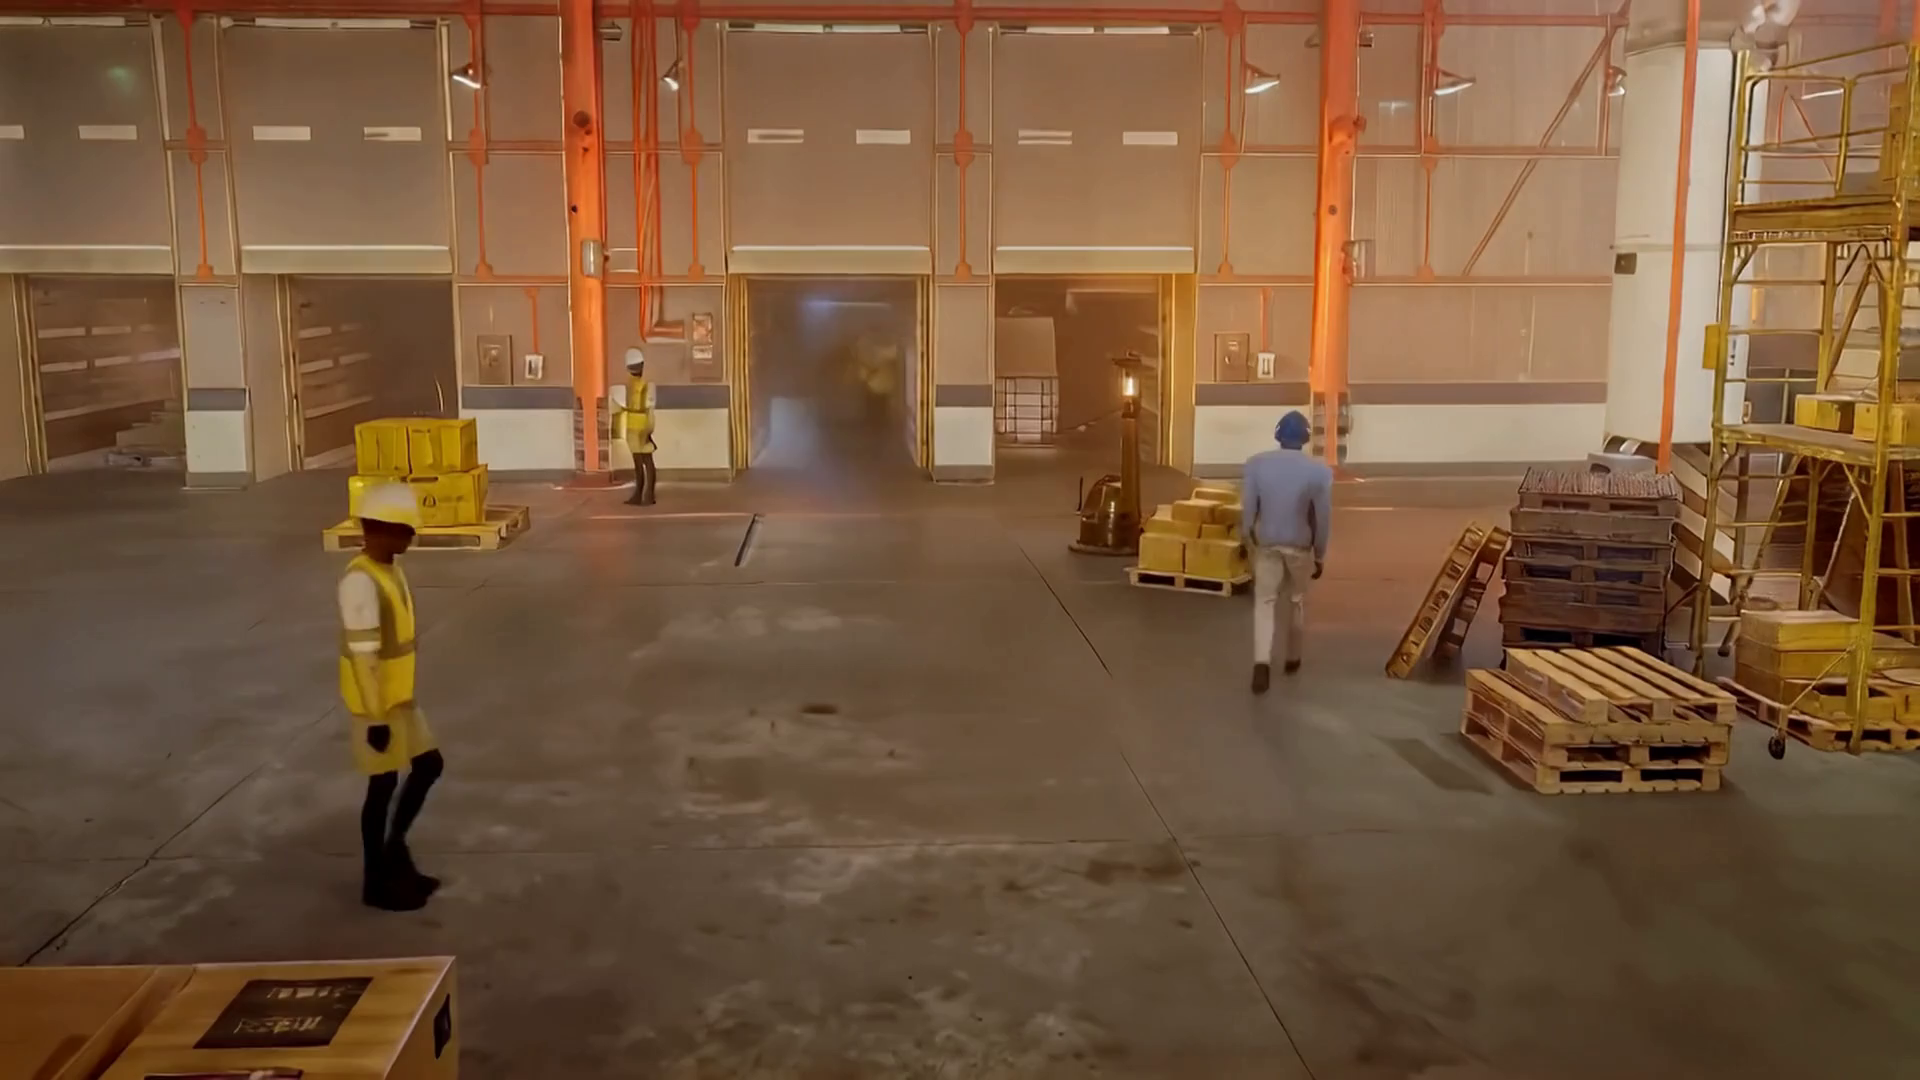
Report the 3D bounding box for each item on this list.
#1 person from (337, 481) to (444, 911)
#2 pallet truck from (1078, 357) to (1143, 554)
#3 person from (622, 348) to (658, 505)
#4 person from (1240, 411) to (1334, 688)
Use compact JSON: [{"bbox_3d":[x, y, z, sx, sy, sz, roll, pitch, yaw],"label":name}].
[{"bbox_3d":[-2.516,0.691,7.392,0.433,1.918,0.597,0,9,-2],"label":"person"},{"bbox_3d":[2.088,-0.836,16.757,1.885,1.965,0.823,2,9,13],"label":"pallet truck"},{"bbox_3d":[-3.956,-1.390,20.462,0.544,1.930,0.388,9,12,43],"label":"person"},{"bbox_3d":[2.234,0.059,11.489,0.644,1.904,1.001,3,9,17],"label":"person"}]
